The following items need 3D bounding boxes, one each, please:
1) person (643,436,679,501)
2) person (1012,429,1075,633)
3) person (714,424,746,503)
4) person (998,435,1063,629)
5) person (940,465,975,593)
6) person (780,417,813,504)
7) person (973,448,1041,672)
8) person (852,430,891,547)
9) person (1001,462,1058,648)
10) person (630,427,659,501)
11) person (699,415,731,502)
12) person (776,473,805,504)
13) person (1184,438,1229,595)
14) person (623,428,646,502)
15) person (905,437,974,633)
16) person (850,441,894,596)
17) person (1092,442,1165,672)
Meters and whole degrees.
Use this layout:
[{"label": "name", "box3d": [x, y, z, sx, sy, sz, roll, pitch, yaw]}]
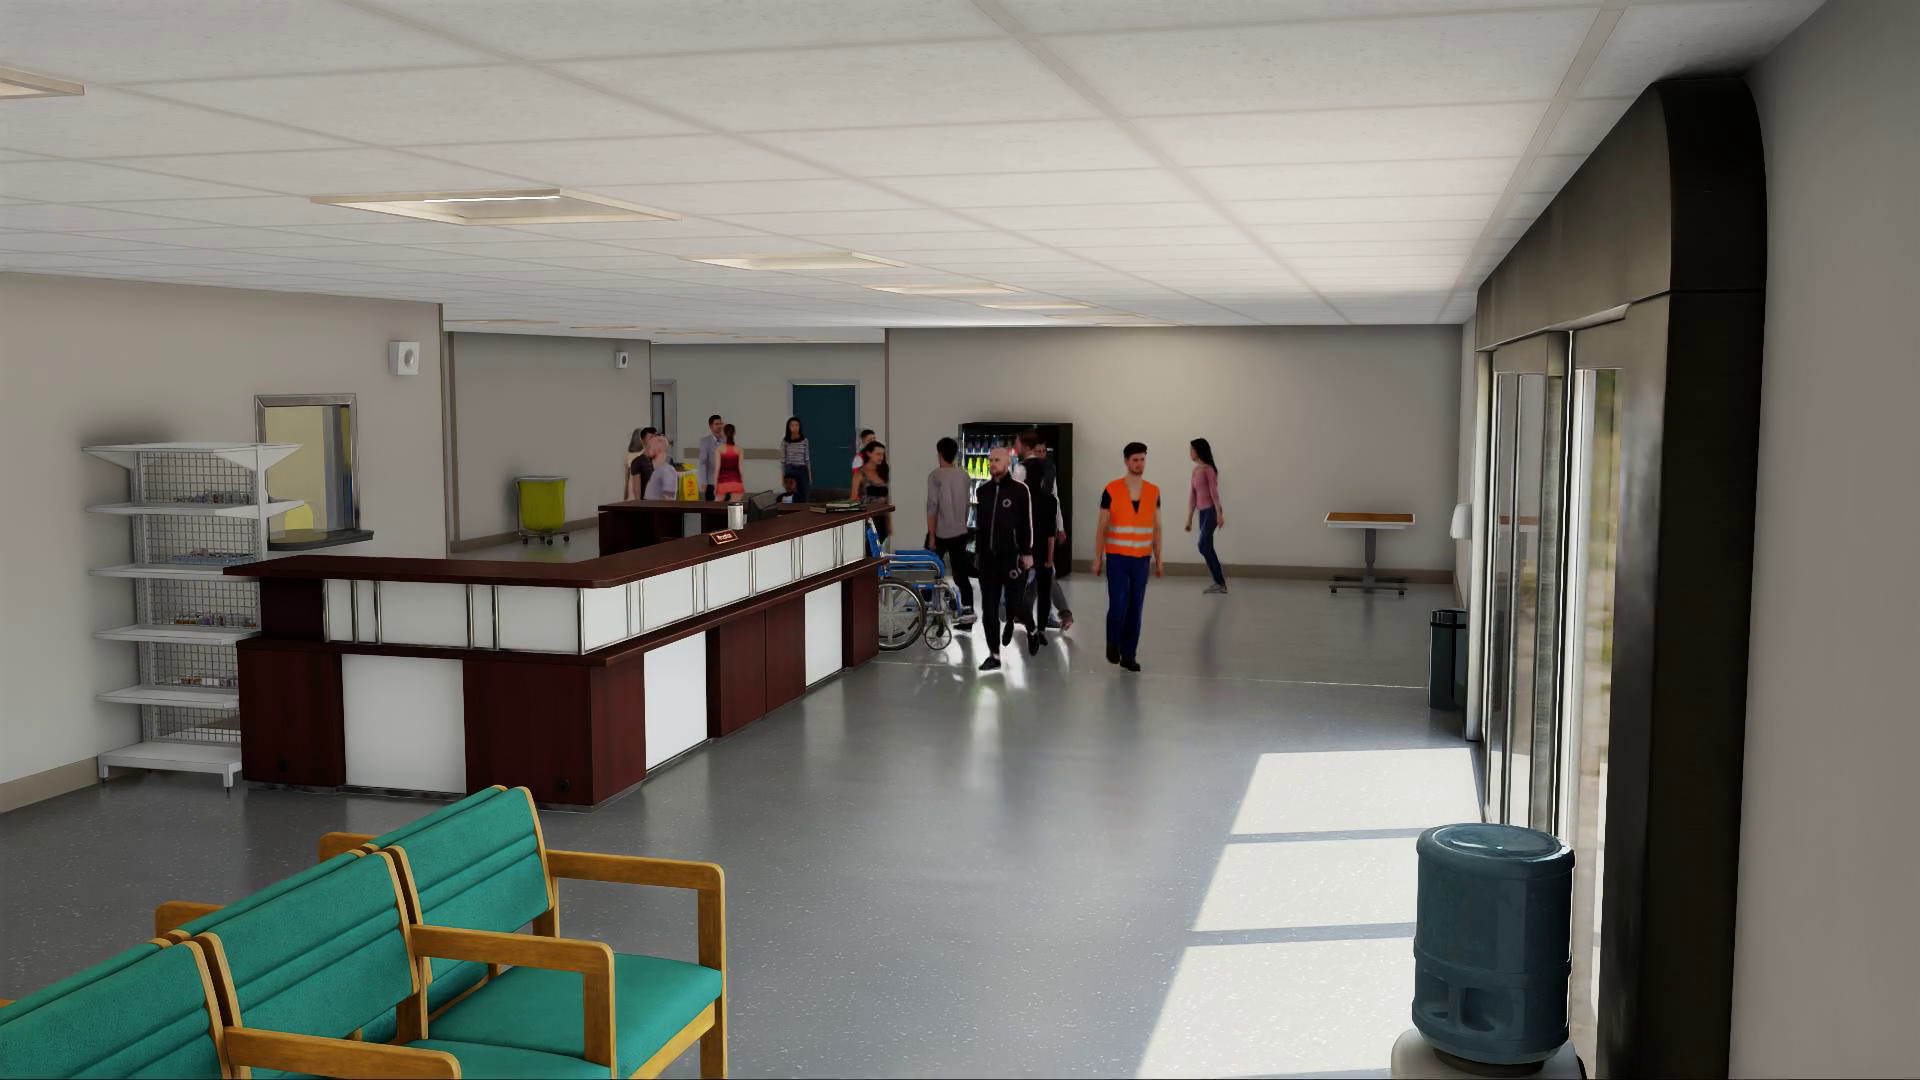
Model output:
[{"label": "person", "box3d": [-2.792, -0.087, 16.107, 0.968, 1.816, 0.899, -2, 6, -18]}, {"label": "person", "box3d": [0.788, -0.065, 15.502, 1.140, 1.893, 1.325, -4, 7, -37]}, {"label": "person", "box3d": [-3.162, -0.708, 22.704, 0.697, 1.732, 0.785, -1, 6, -12]}, {"label": "person", "box3d": [0.621, -0.063, 15.766, 1.110, 1.836, 0.968, 5, 7, 40]}, {"label": "person", "box3d": [-0.178, -0.127, 18.379, 0.919, 1.440, 0.955, -3, 6, -26]}, {"label": "person", "box3d": [-2.405, -0.901, 24.325, 0.944, 1.774, 0.963, -2, 6, -22]}, {"label": "person", "box3d": [0.393, 0.157, 13.643, 0.909, 1.823, 0.864, 3, 7, 30]}, {"label": "person", "box3d": [-1.141, -0.450, 20.061, 0.763, 1.746, 0.788, -5, 8, -42]}, {"label": "person", "box3d": [0.596, 0.158, 14.575, 0.894, 1.635, 0.713, 2, 6, 18]}, {"label": "person", "box3d": [-3.359, -0.300, 18.035, 0.668, 1.853, 0.709, 4, 7, 34]}, {"label": "person", "box3d": [-3.429, -0.840, 23.412, 0.748, 1.851, 0.763, 6, 8, 44]}, {"label": "person", "box3d": [-1.984, -0.148, 19.427, 0.456, 1.273, 0.574, 2, 6, 17]}, {"label": "person", "box3d": [2.779, -0.248, 18.225, 0.785, 1.711, 0.746, -3, 6, -27]}, {"label": "person", "box3d": [-4.164, -0.550, 21.386, 1.217, 1.679, 0.925, 4, 7, 33]}, {"label": "person", "box3d": [-0.059, -0.023, 15.496, 1.089, 1.811, 1.163, -4, 7, -34]}, {"label": "person", "box3d": [-0.989, -0.111, 16.852, 1.290, 1.713, 1.010, 5, 8, 41]}, {"label": "person", "box3d": [1.347, 0.135, 13.631, 0.836, 1.870, 0.928, -1, 6, -13]}]
